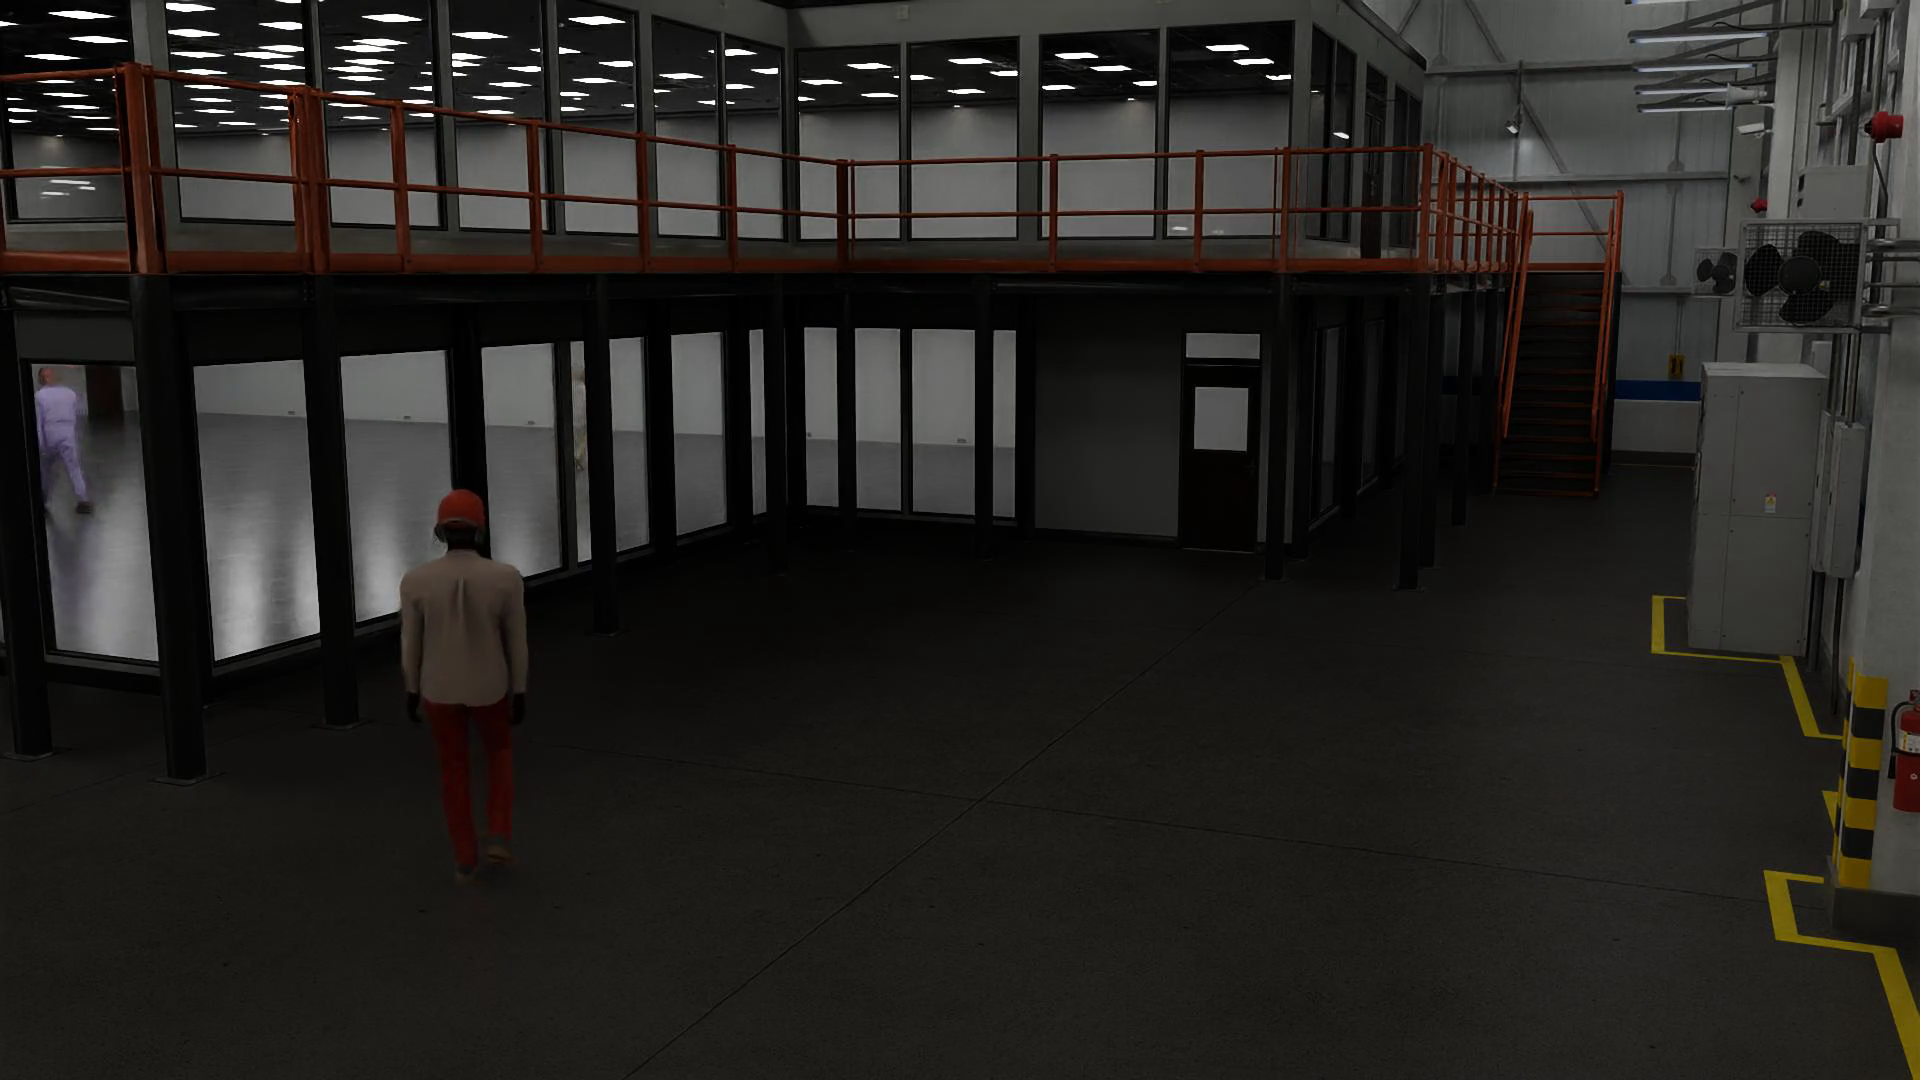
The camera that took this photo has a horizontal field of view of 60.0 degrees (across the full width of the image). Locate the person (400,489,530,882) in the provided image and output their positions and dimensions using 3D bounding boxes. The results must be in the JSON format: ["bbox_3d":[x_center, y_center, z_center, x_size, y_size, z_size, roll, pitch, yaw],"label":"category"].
[{"bbox_3d":[-2.479,0.730,8.351,0.614,1.979,0.433,-3,10,-15],"label":"person"}]
